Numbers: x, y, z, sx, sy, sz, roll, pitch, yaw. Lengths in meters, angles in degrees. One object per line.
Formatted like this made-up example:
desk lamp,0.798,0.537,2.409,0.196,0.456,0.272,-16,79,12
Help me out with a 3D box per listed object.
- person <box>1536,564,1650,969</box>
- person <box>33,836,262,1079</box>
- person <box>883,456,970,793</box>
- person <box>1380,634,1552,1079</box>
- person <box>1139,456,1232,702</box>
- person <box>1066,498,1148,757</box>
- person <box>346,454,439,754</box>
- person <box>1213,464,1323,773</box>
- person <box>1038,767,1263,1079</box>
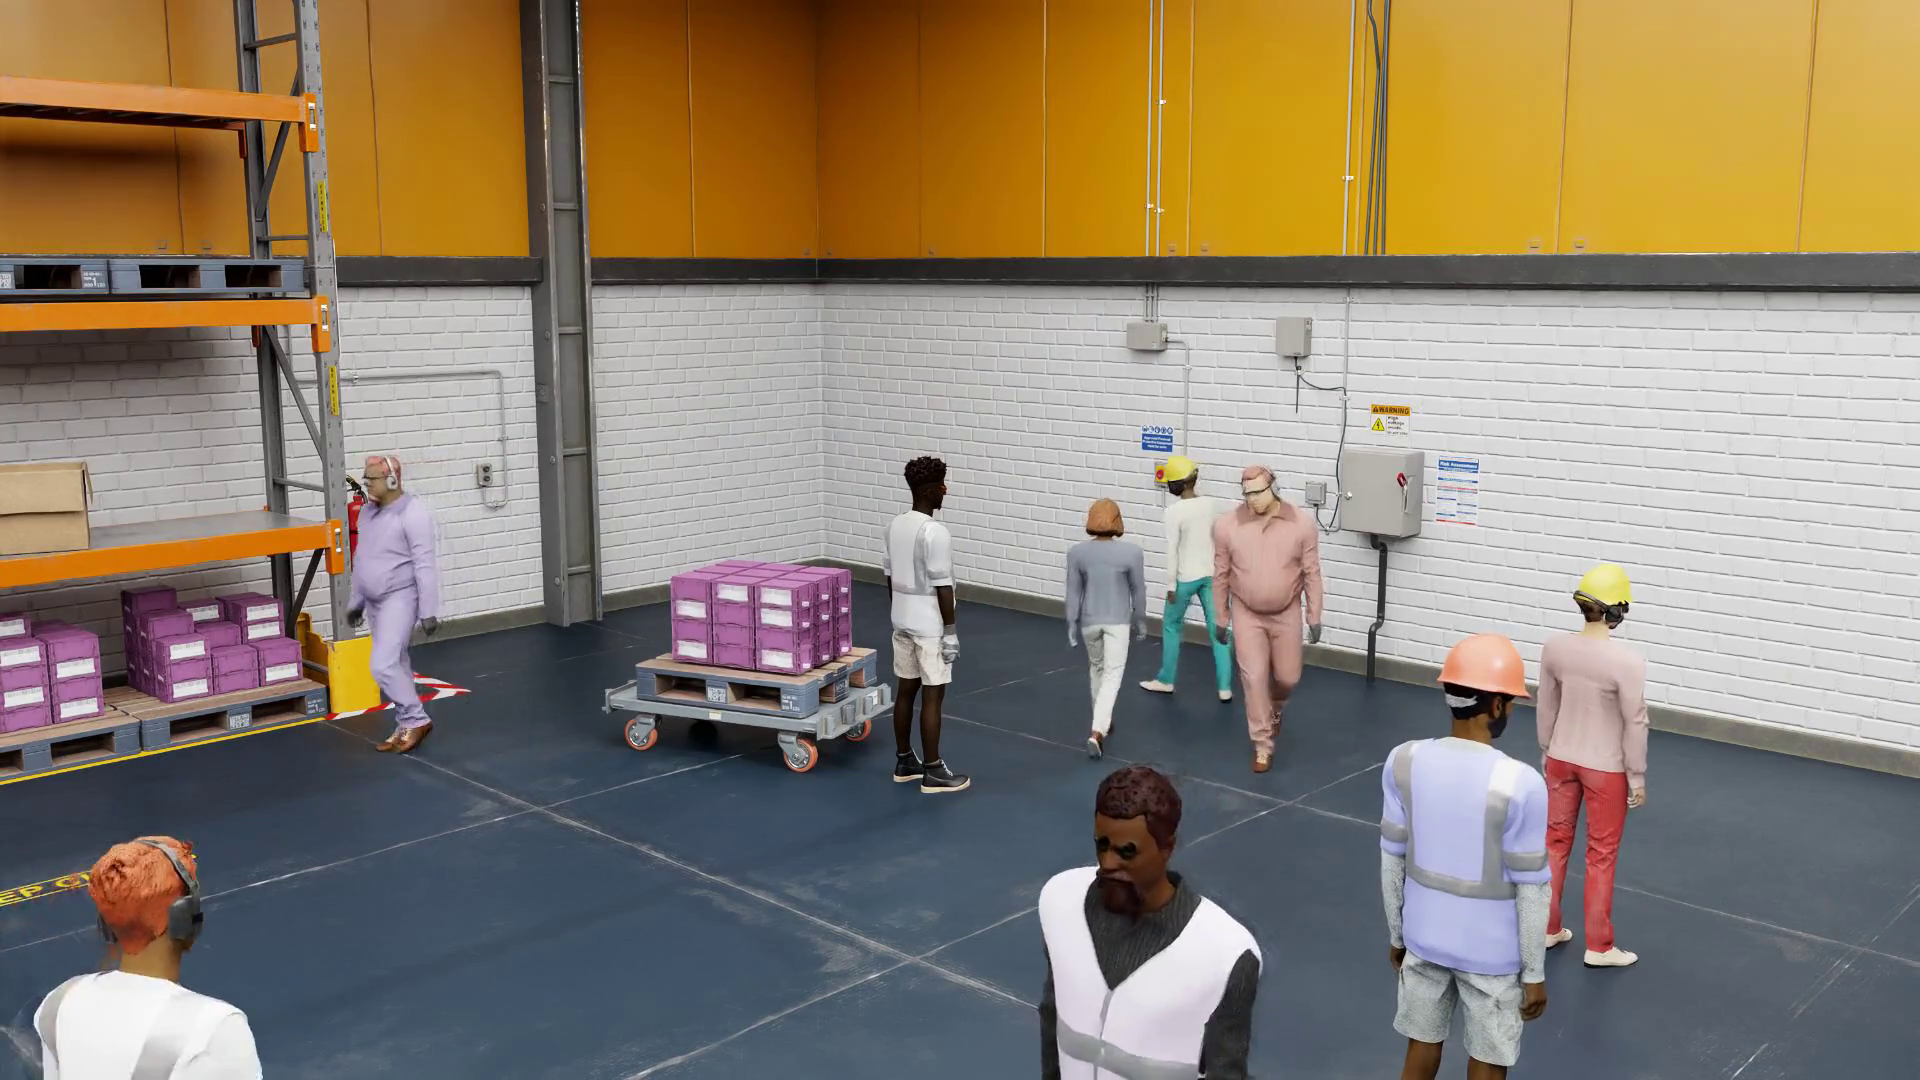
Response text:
person,2.766,0.979,7.269,0.322,1.766,0.535,-6,11,-33
person,-1.712,1.547,3.620,0.583,1.826,1.042,6,11,34
person,-0.205,0.484,9.685,0.367,1.966,0.605,-7,11,-35
person,1.569,1.243,5.150,0.542,1.928,0.374,9,13,44
person,1.655,0.272,11.733,0.568,1.723,0.659,-6,11,-32
person,0.903,0.535,10.495,0.497,1.600,0.808,4,10,21
person,-3.578,0.407,10.385,0.657,1.888,0.445,9,13,43
person,1.885,0.444,10.249,0.659,1.873,0.710,1,9,7
person,0.380,1.454,3.898,0.607,1.902,0.561,7,12,37
